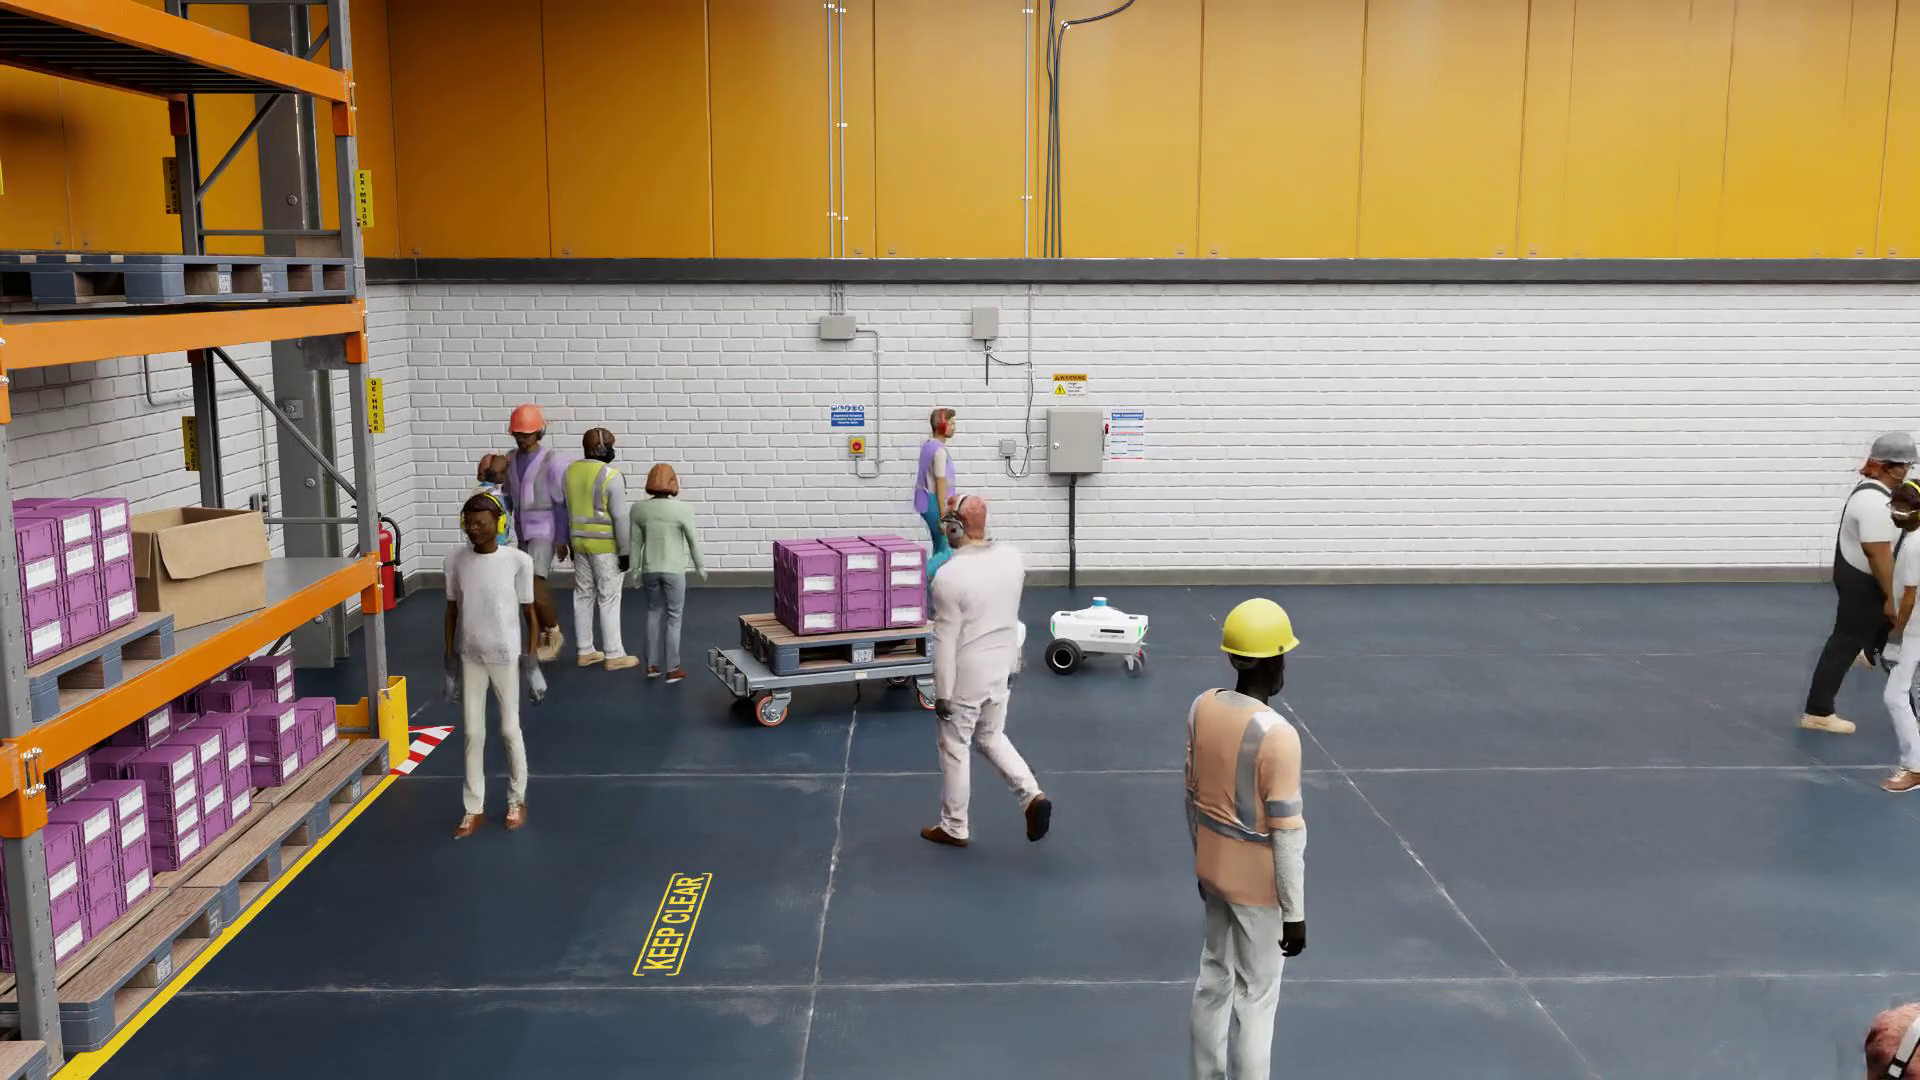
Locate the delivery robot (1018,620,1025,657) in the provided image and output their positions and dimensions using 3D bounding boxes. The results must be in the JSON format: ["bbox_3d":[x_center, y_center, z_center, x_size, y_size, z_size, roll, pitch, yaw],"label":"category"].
[{"bbox_3d":[0.117,0.717,12.285,0.707,0.478,0.477,-3,10,-16],"label":"delivery robot"}]

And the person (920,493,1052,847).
[{"bbox_3d":[0.109,0.698,8.599,0.663,1.888,0.658,9,13,42],"label":"person"}]

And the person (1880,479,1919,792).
[{"bbox_3d":[5.596,0.547,9.731,0.669,1.835,0.327,-9,13,-43],"label":"person"}]

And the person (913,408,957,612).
[{"bbox_3d":[-0.235,-0.245,14.558,0.550,1.829,0.595,-1,9,-8],"label":"person"}]

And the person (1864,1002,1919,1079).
[{"bbox_3d":[1.532,1.661,2.830,0.655,1.857,1.018,-4,10,-25],"label":"person"}]

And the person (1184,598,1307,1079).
[{"bbox_3d":[0.993,1.151,5.706,0.355,1.930,0.593,-4,10,-25],"label":"person"}]

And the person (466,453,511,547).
[{"bbox_3d":[-3.630,0.146,12.794,0.380,1.627,0.580,-5,10,-26],"label":"person"}]

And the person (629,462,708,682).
[{"bbox_3d":[-2.148,0.240,12.227,0.518,1.628,0.373,3,10,16],"label":"person"}]

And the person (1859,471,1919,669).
[{"bbox_3d":[7.139,0.071,12.324,0.798,1.939,0.632,3,10,16],"label":"person"}]

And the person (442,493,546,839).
[{"bbox_3d":[-2.508,0.675,8.963,0.593,1.872,0.563,0,9,2],"label":"person"}]

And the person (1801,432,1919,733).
[{"bbox_3d":[6.028,0.275,10.738,0.999,2.000,0.702,6,11,32],"label":"person"}]

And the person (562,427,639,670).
[{"bbox_3d":[-2.738,0.064,12.648,0.626,1.840,0.430,6,11,33],"label":"person"}]

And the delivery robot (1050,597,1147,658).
[{"bbox_3d":[1.052,0.675,12.541,0.707,0.478,0.477,2,9,13],"label":"delivery robot"}]

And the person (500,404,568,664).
[{"bbox_3d":[-3.279,-0.041,12.748,0.629,2.014,0.490,7,11,36],"label":"person"}]
